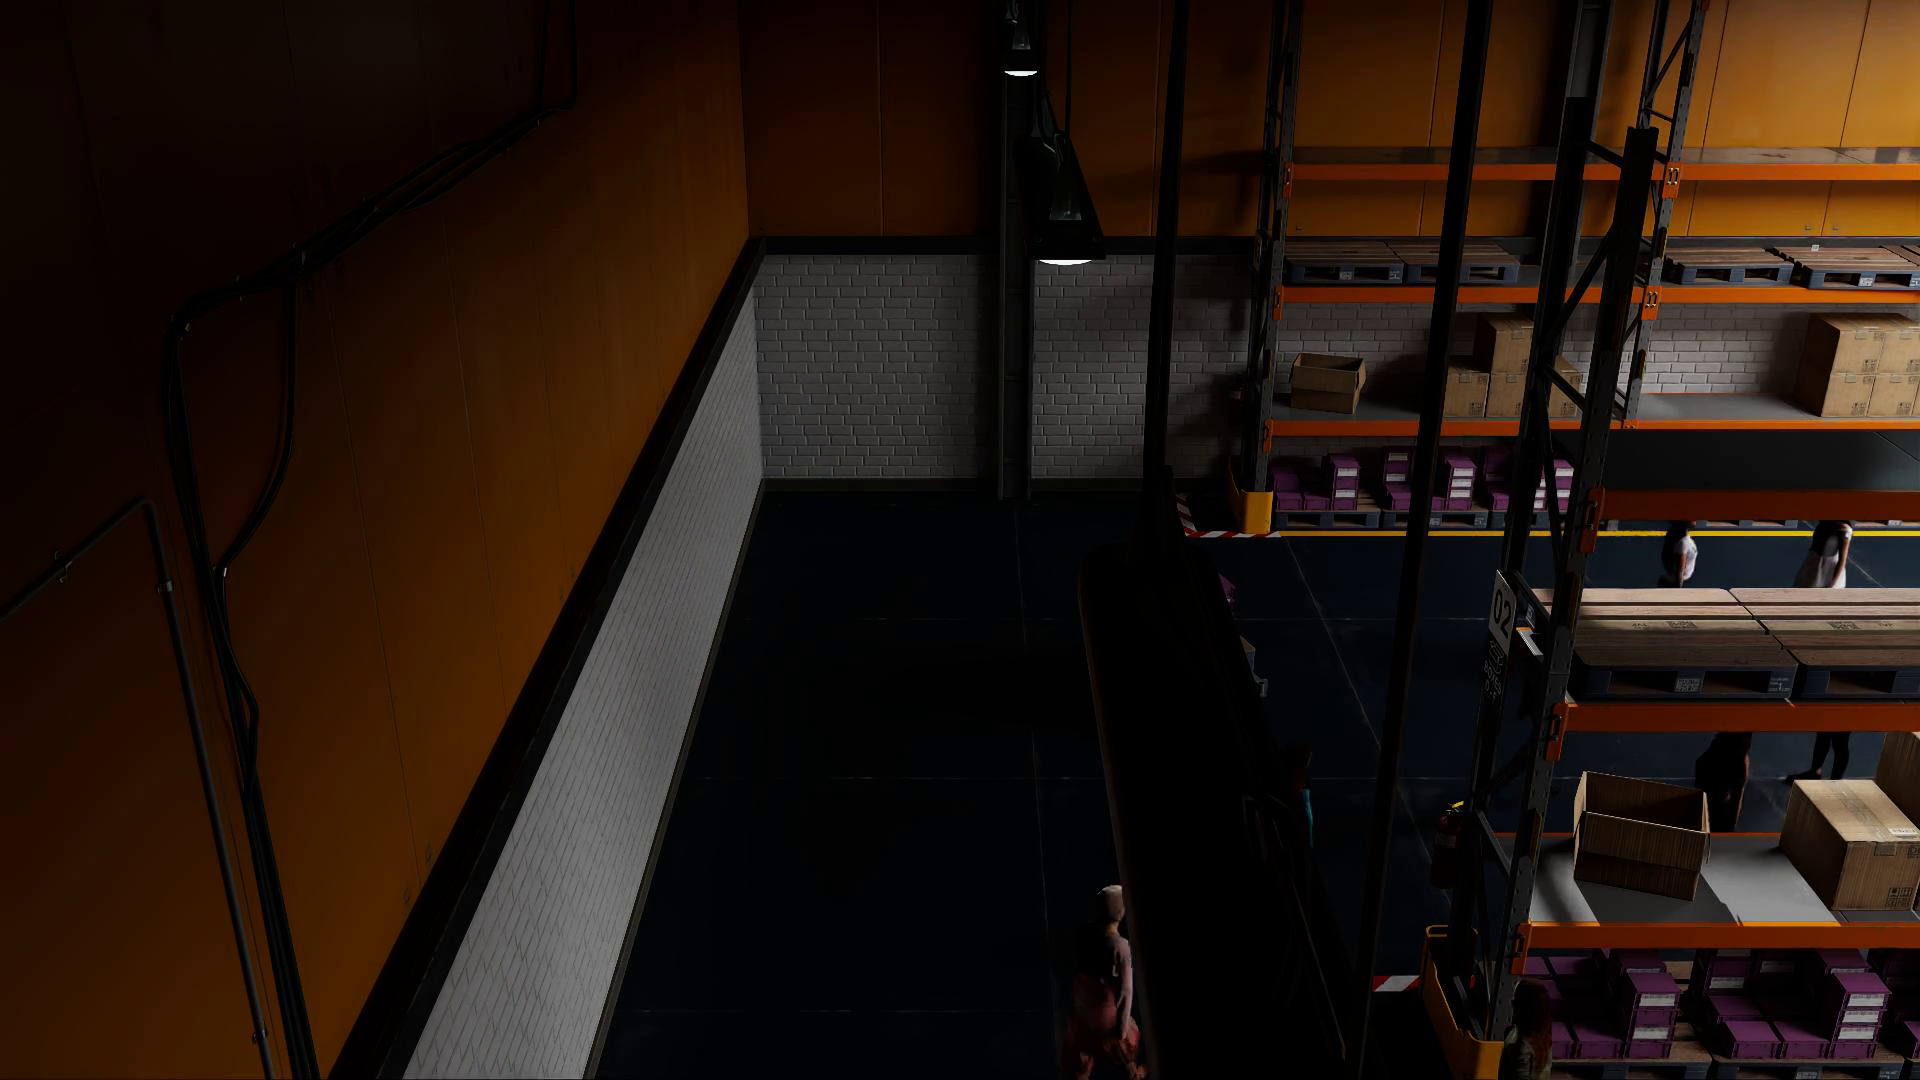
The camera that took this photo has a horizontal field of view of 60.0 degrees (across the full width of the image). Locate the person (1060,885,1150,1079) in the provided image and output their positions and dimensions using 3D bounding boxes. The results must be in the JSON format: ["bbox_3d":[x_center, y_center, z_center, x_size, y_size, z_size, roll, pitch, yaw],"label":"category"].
[{"bbox_3d":[0.788,2.839,9.912,1.042,1.655,1.045,17,29,33],"label":"person"}]

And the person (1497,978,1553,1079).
[{"bbox_3d":[3.236,3.168,9.438,1.070,1.434,0.934,15,28,30],"label":"person"}]

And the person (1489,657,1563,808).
[{"bbox_3d":[4.529,1.388,13.161,1.161,1.712,0.849,-10,25,-21],"label":"person"}]

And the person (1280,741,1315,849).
[{"bbox_3d":[2.290,2.068,11.878,0.699,1.494,0.742,22,32,40],"label":"person"}]
